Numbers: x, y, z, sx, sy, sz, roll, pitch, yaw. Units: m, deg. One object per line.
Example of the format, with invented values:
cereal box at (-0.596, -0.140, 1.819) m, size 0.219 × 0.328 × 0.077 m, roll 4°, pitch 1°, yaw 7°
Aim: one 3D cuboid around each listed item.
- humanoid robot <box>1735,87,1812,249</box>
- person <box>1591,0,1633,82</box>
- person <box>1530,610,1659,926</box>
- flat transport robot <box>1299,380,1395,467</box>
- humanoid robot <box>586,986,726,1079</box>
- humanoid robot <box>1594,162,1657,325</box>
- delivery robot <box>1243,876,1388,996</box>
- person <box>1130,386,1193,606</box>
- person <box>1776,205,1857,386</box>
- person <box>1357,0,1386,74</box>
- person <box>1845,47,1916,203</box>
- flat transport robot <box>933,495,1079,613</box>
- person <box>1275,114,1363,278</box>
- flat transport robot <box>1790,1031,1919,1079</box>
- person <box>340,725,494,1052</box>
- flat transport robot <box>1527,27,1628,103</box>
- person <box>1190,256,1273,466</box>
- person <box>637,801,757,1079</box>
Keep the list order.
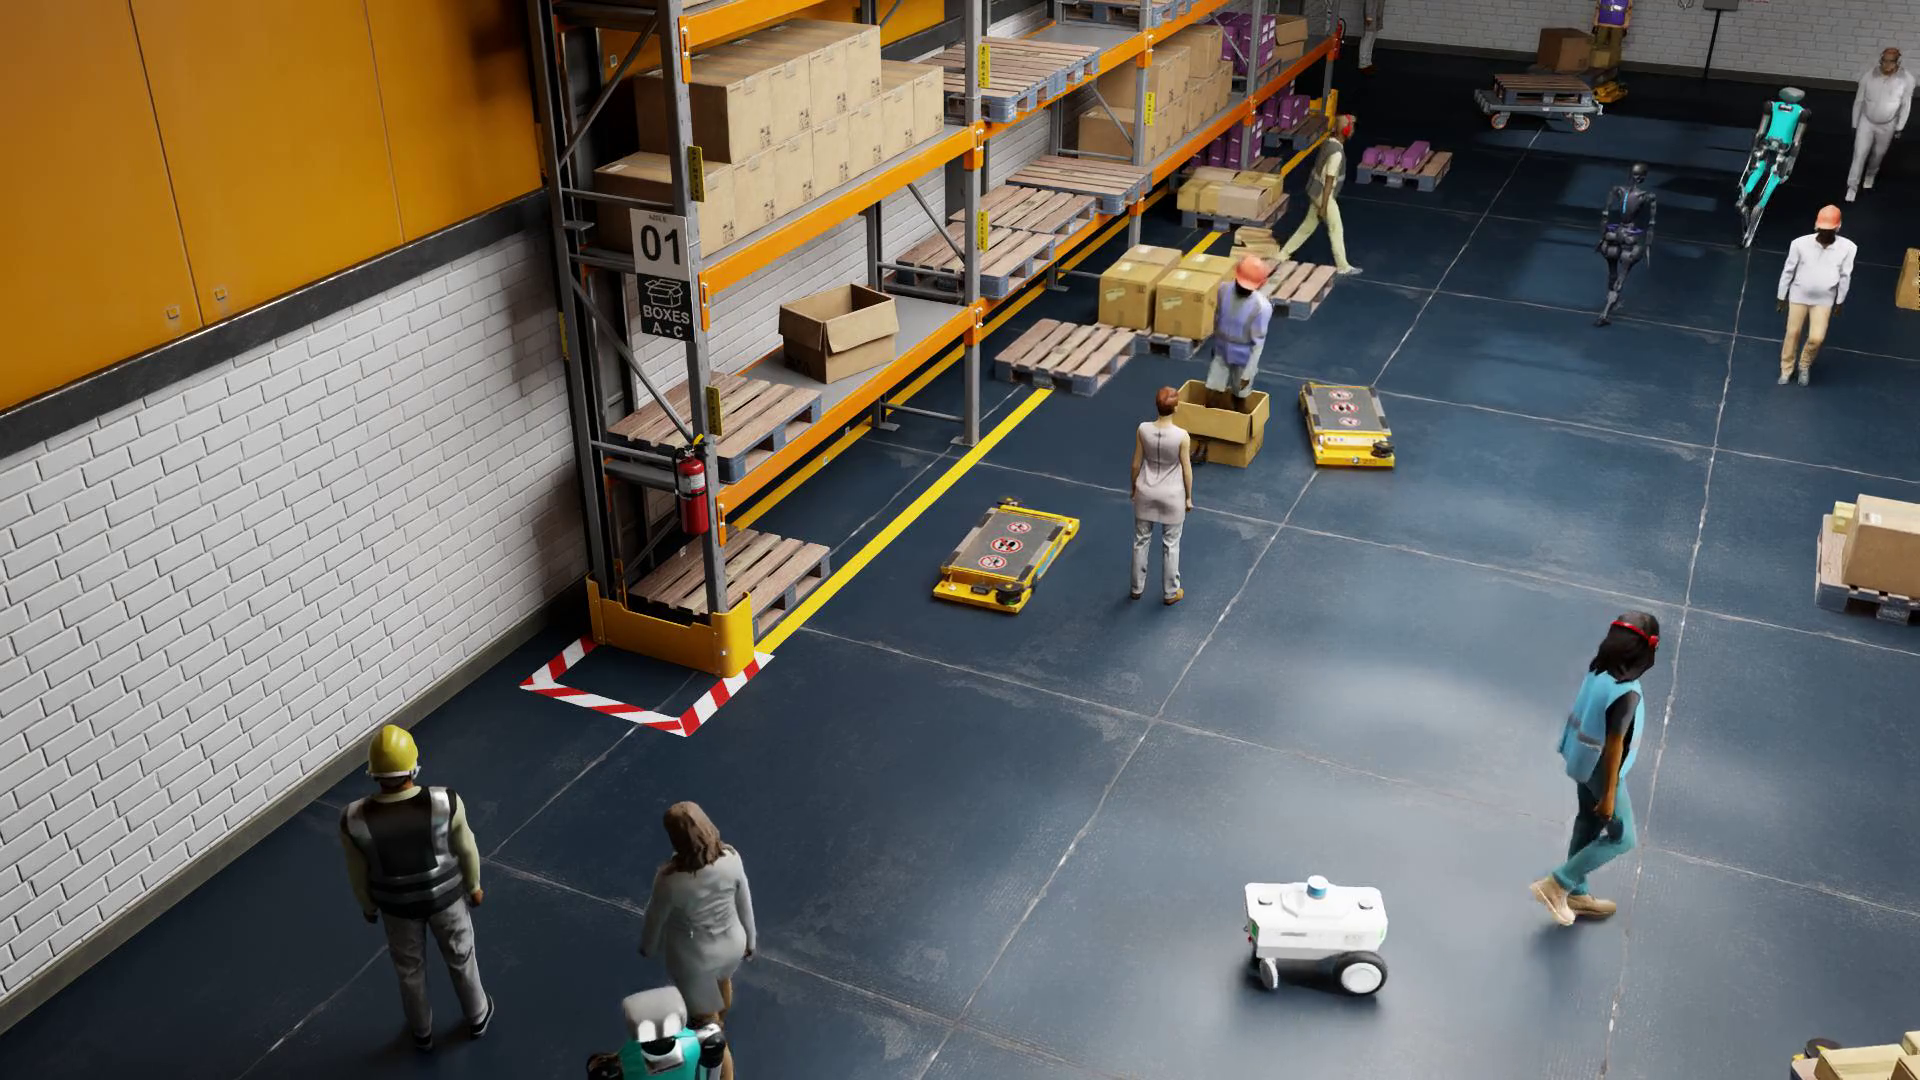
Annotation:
humanoid robot at (9.176, -4.185, 19.044) m, size 0.824 × 1.871 × 0.557 m, roll -25°, pitch 37°, yaw -38°
person at (10.120, -8.018, 25.846) m, size 0.544 × 1.929 × 0.416 m, roll 16°, pitch 32°, yaw 27°
person at (3.390, 1.226, 8.799) m, size 0.443 × 1.841 × 0.582 m, roll 1°, pitch 28°, yaw 1°
flat transport robot at (3.393, -1.033, 14.643) m, size 0.659 × 0.231 × 1.431 m, roll 2°, pitch 28°, yaw 4°
humanoid robot at (-1.305, 2.397, 6.804) m, size 0.574 × 1.840 × 0.885 m, roll -14°, pitch 31°, yaw -24°
humanoid robot at (6.758, -3.031, 16.919) m, size 0.794 × 1.623 × 0.608 m, roll -24°, pitch 37°, yaw -37°
delivery robot at (1.874, 2.030, 8.677) m, size 0.780 × 0.609 × 0.519 m, roll 2°, pitch 28°, yaw 3°
person at (1.428, -0.314, 11.842) m, size 0.464 × 1.659 × 0.272 m, roll 11°, pitch 30°, yaw 20°
person at (7.836, -2.231, 15.316) m, size 0.584 × 1.734 × 0.409 m, roll 13°, pitch 31°, yaw 23°
person at (6.673, -8.478, 26.799) m, size 0.365 × 1.834 × 0.514 m, roll 18°, pitch 33°, yaw 30°
person at (11.443, -5.223, 20.737) m, size 0.630 × 1.858 × 0.969 m, roll 13°, pitch 31°, yaw 23°
flat transport robot at (0.371, 0.095, 12.551) m, size 0.659 × 0.231 × 1.431 m, roll 11°, pitch 30°, yaw 19°
person at (3.930, -3.705, 18.002) m, size 0.972 × 1.788 × 0.617 m, roll 0°, pitch 28°, yaw 0°
flat transport robot at (4.448, 2.824, 7.492) m, size 0.659 × 0.231 × 1.431 m, roll -3°, pitch 28°, yaw -6°
person at (-2.591, 1.672, 7.980) m, size 0.586 × 1.834 × 0.404 m, roll -8°, pitch 29°, yaw -14°
flat transport robot at (9.508, -7.016, 25.737) m, size 1.431 × 0.231 × 0.659 m, roll 22°, pitch 35°, yaw 35°
person at (2.241, -1.488, 13.793) m, size 0.612 × 1.880 × 0.829 m, roll 22°, pitch 35°, yaw 35°
person at (-1.250, 1.885, 7.794) m, size 0.483 × 1.628 × 0.796 m, roll -21°, pitch 35°, yaw -34°
